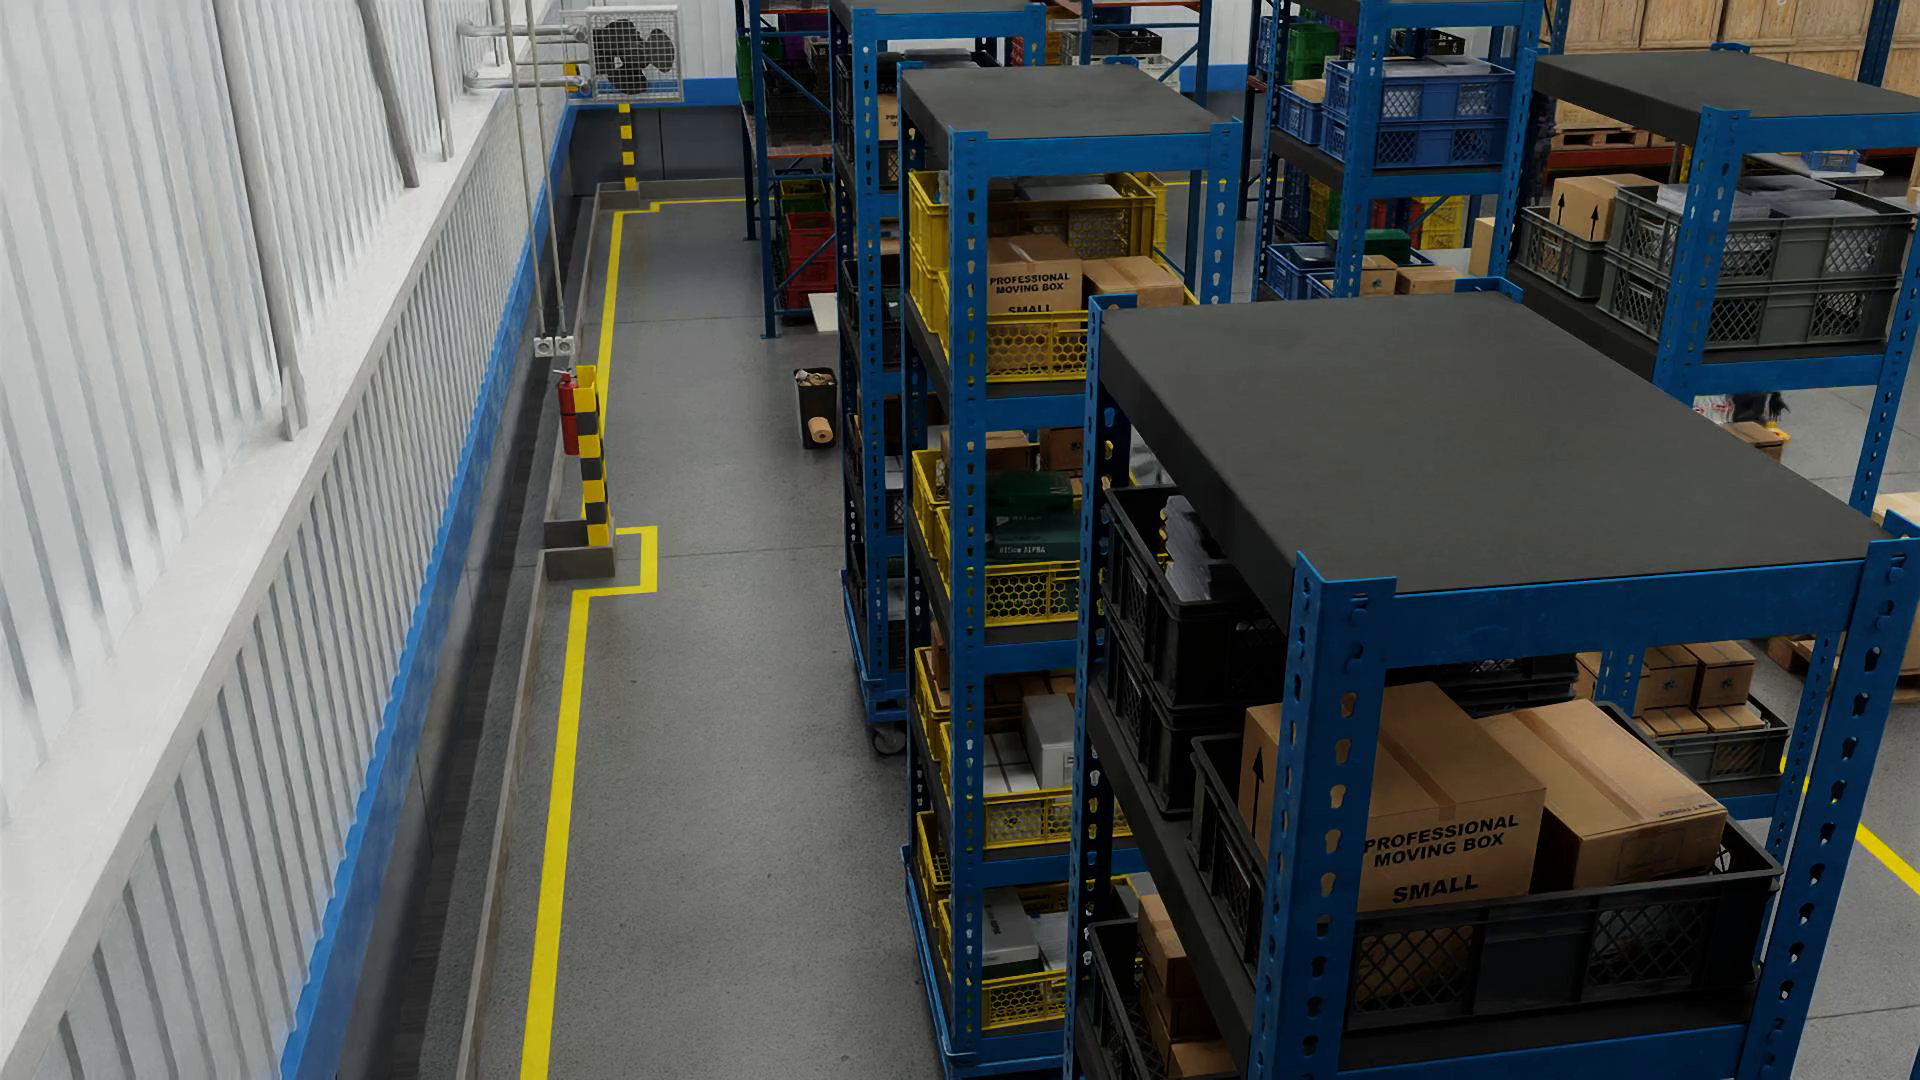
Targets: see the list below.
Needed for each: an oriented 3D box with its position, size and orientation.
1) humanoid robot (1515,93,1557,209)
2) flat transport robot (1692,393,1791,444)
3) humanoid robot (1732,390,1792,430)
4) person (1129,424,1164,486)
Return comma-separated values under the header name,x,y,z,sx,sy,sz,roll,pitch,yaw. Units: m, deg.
name,x,y,z,sx,sy,sz,roll,pitch,yaw
humanoid robot,6.292,-4.396,18.153,0.331,1.657,0.586,0,25,-1
flat transport robot,5.224,-0.859,12.132,1.431,0.197,0.652,-4,25,-8
humanoid robot,5.060,-0.839,10.445,0.544,1.646,0.629,9,26,19
person,0.868,-0.373,9.231,0.579,1.830,1.039,0,25,0
